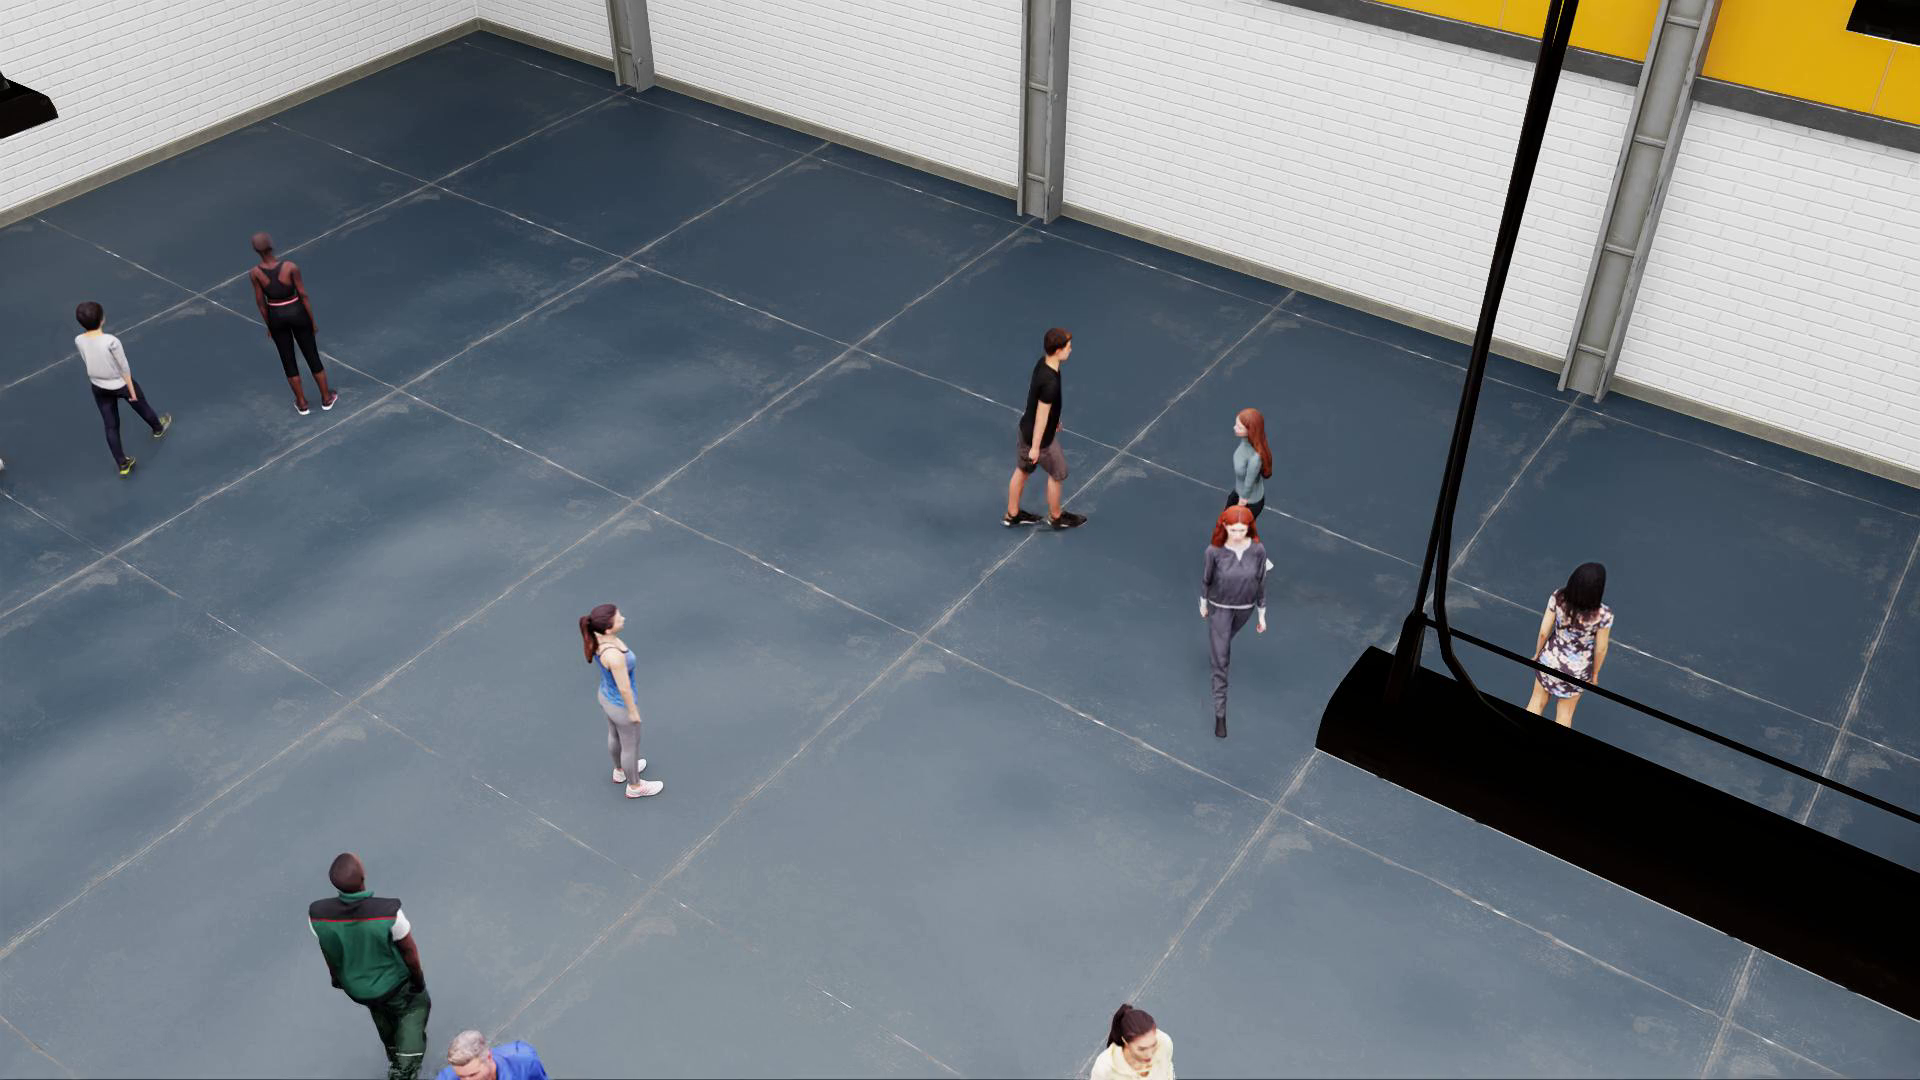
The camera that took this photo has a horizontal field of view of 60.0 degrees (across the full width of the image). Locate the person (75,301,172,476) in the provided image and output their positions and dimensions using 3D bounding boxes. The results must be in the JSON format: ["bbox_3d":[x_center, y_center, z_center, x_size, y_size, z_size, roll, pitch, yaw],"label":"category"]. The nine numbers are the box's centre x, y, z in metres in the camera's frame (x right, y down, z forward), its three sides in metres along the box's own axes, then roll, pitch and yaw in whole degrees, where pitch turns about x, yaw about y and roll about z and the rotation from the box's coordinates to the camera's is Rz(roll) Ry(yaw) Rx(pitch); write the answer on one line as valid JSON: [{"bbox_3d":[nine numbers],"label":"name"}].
[{"bbox_3d":[-7.171,-1.247,14.008,1.016,1.516,0.974,1,39,1],"label":"person"}]

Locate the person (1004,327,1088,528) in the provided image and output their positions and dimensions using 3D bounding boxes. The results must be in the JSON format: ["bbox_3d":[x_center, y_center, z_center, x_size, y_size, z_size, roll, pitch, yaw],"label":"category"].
[{"bbox_3d":[0.549,-0.848,13.259,1.059,1.827,0.987,-3,39,-3],"label":"person"}]

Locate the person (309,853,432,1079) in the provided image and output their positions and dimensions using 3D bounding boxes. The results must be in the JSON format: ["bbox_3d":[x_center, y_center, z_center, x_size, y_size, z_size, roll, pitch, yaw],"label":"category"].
[{"bbox_3d":[-3.212,2.452,9.129,0.989,1.824,1.025,-2,39,-3],"label":"person"}]

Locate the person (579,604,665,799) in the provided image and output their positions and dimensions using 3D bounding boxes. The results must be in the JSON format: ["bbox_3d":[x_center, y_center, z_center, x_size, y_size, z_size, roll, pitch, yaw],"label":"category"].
[{"bbox_3d":[-2.265,1.058,11.047,0.704,1.610,0.598,-21,43,-24],"label":"person"}]

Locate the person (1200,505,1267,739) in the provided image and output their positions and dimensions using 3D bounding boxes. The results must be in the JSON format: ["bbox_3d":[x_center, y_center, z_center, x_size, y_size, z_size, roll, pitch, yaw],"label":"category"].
[{"bbox_3d":[1.900,0.434,11.733,1.132,1.729,1.130,-2,39,-3],"label":"person"}]

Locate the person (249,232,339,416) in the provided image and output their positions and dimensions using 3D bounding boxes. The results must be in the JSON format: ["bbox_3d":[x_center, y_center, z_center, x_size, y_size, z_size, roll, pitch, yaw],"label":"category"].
[{"bbox_3d":[-5.910,-1.911,14.645,0.673,1.759,0.711,-11,40,-13],"label":"person"}]

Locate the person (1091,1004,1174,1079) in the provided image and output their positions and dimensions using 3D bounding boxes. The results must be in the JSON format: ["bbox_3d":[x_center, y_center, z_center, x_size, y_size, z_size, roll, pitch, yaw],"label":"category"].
[{"bbox_3d":[0.865,2.947,8.662,0.784,1.633,0.831,-20,43,-23],"label":"person"}]

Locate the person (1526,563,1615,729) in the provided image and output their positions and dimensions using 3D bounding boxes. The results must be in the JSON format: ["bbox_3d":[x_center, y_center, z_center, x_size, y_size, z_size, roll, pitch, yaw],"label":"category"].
[{"bbox_3d":[4.080,0.839,11.222,0.454,1.733,0.645,23,44,26],"label":"person"}]

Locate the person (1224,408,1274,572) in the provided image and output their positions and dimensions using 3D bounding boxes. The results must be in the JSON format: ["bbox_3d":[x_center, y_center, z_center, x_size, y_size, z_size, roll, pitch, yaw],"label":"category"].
[{"bbox_3d":[2.262,-0.286,12.639,0.823,1.722,0.767,7,39,8],"label":"person"}]

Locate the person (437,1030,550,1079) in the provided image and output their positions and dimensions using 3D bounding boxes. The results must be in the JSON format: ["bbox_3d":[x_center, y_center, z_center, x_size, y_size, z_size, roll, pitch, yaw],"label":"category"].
[{"bbox_3d":[-2.345,2.972,8.521,1.192,1.770,1.343,-14,41,-17],"label":"person"}]
